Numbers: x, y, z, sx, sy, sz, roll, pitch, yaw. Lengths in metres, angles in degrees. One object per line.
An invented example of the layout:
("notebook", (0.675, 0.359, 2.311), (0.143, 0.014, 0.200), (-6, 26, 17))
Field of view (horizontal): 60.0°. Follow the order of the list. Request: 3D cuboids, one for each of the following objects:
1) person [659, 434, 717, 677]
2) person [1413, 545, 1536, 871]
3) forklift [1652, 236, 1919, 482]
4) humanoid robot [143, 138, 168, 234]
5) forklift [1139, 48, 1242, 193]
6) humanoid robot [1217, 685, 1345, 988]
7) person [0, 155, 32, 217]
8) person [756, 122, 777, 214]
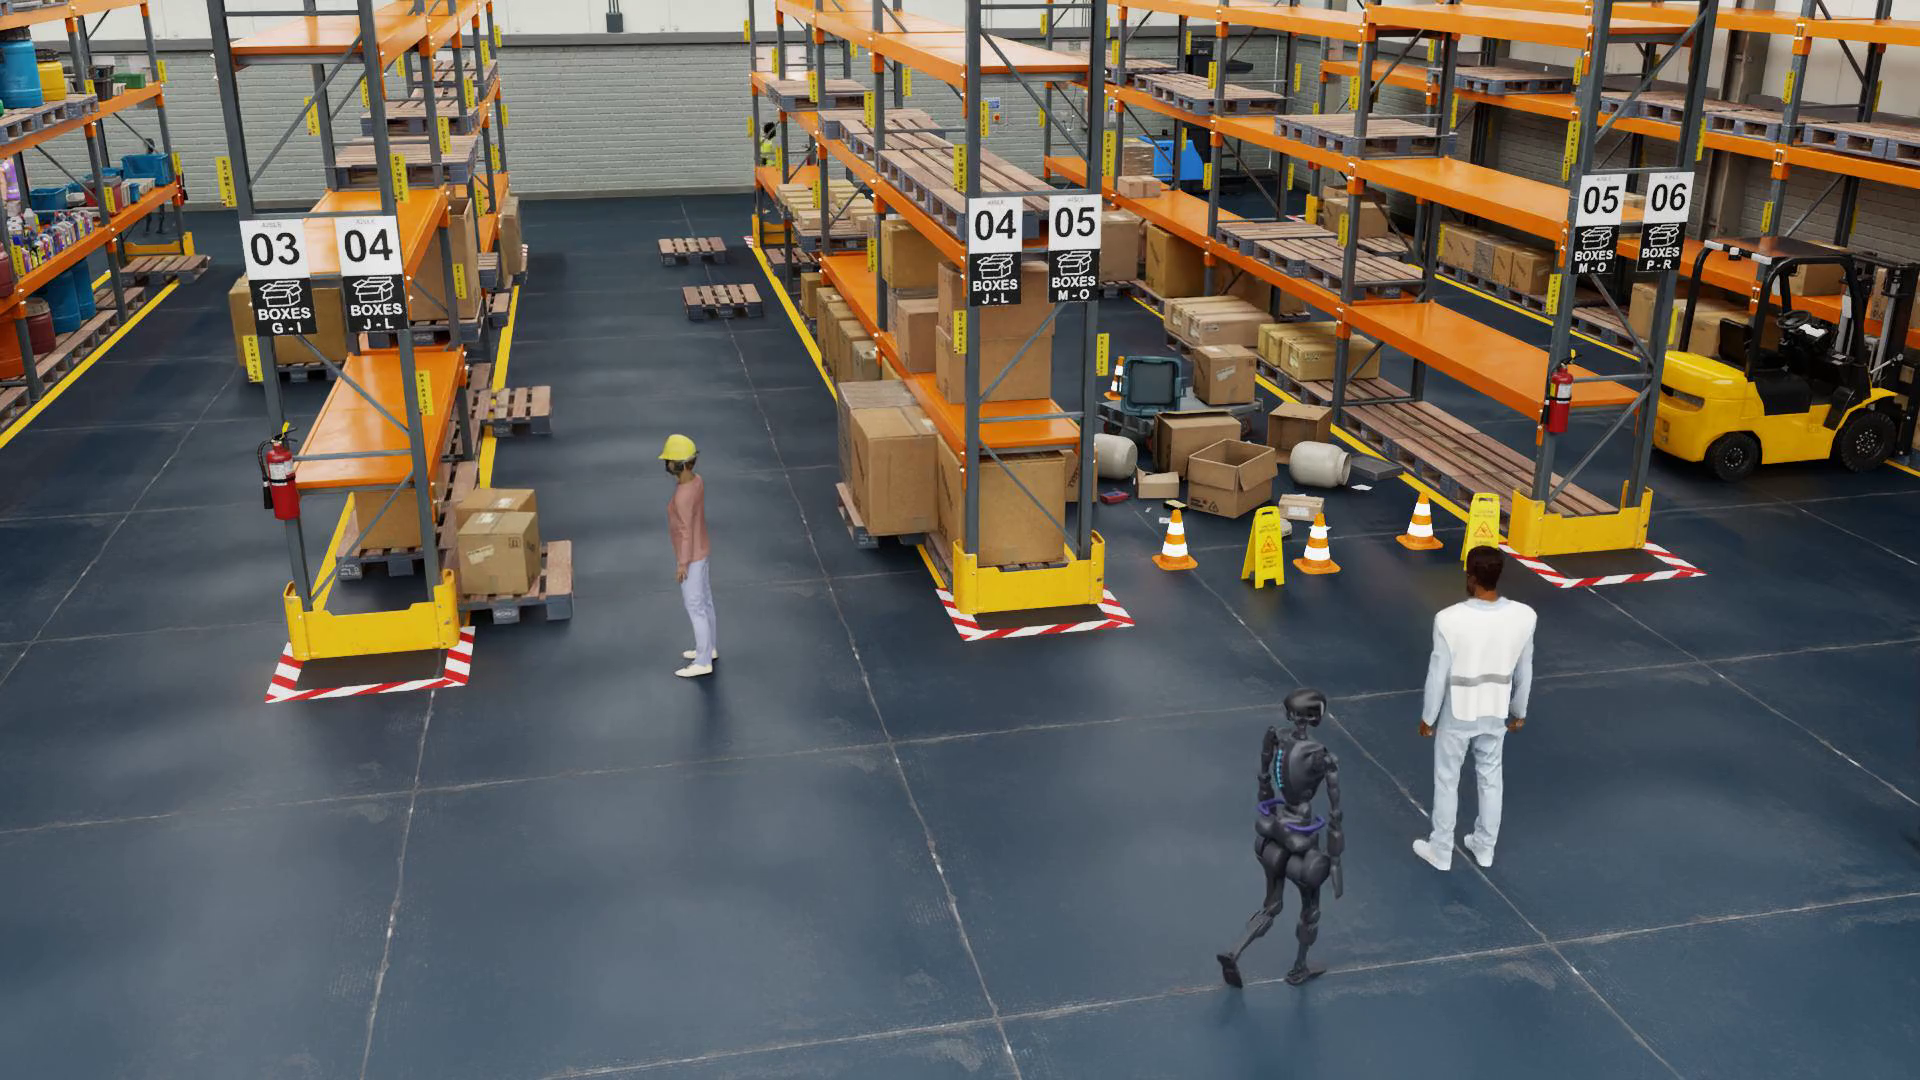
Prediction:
("person", (-1.926, 0.108, 11.761), (0.324, 1.766, 0.532), (1, 20, 3))
("person", (2.879, 0.957, 9.270), (0.629, 1.912, 0.392), (-3, 21, -9))
("forklift", (8.013, -1.814, 16.330), (2.313, 2.155, 1.214), (-4, 21, -12))
("humanoid robot", (-13.815, -6.060, 28.515), (0.395, 1.641, 0.598), (17, 27, 39))
("forklift", (4.566, -8.313, 32.860), (1.873, 2.768, 1.129), (-4, 21, -12))
("humanoid robot", (1.599, 1.493, 8.182), (0.610, 1.632, 0.589), (-14, 24, -32))
("person", (-15.350, -5.548, 27.106), (0.347, 1.688, 0.489), (12, 23, 29))
("person", (-3.406, -6.815, 30.533), (0.800, 1.658, 0.532), (-2, 20, -5))
